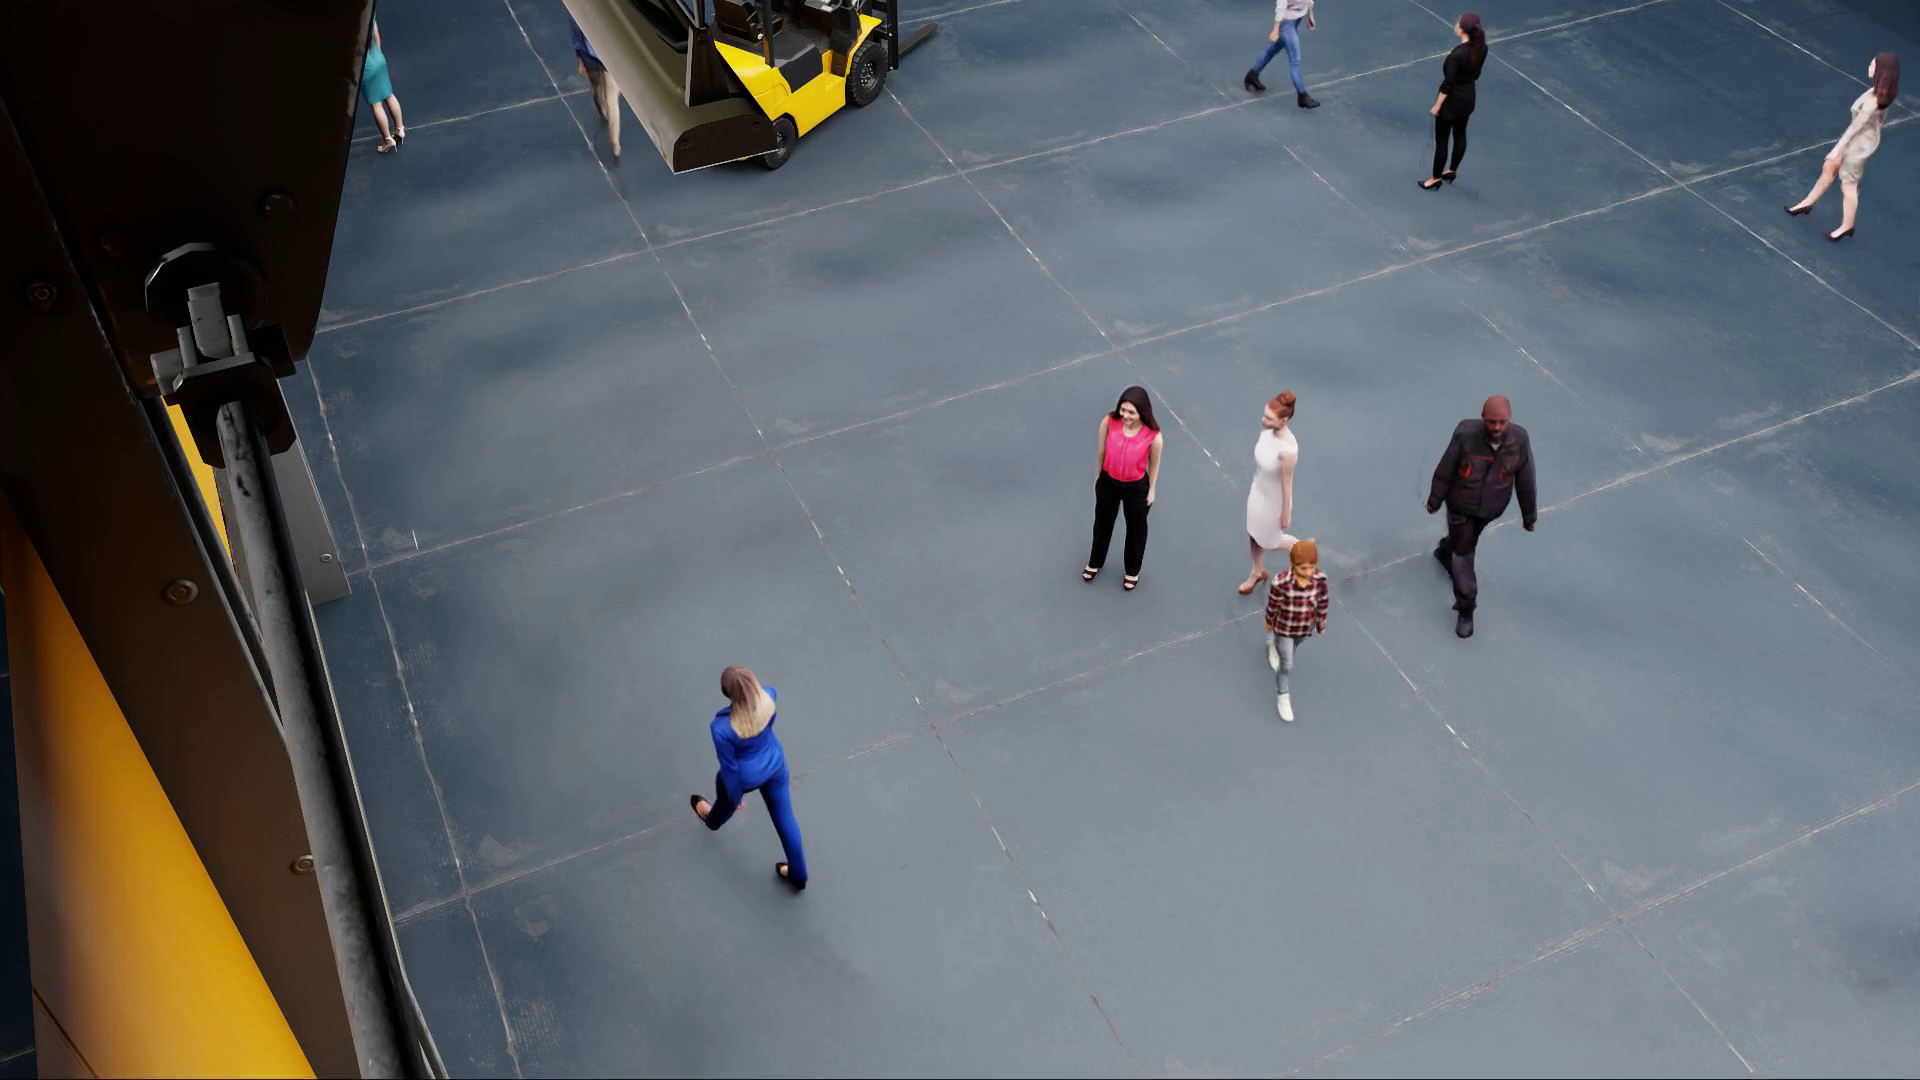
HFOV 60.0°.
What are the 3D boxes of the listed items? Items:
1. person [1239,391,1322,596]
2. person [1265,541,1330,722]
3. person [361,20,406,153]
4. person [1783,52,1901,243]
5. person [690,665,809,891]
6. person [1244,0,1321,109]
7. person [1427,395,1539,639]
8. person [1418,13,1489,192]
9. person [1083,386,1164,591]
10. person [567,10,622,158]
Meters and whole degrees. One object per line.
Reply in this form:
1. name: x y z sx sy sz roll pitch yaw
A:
1. person: 2.128 -0.274 10.923 0.685 1.772 0.818 -10 45 -10
2. person: 2.095 0.461 10.501 0.681 1.291 0.941 -7 44 -8
3. person: -5.422 -4.359 15.274 0.661 1.686 0.616 17 46 17
4. person: 7.698 -3.278 14.117 0.975 1.716 0.805 31 52 29
5. person: -1.077 1.362 9.290 0.867 1.655 1.214 -33 53 -30
6. person: 3.079 -4.959 15.978 1.161 1.583 0.985 24 48 23
7. person: 3.372 -0.318 10.964 1.112 1.780 1.321 -4 44 -4
8. person: 4.413 -3.884 14.792 0.632 1.662 0.599 -25 49 -24
9. person: 1.096 -0.350 11.085 0.657 1.659 0.726 16 46 16
10. person: -3.277 -4.337 15.281 0.842 1.644 1.277 -8 44 -8
